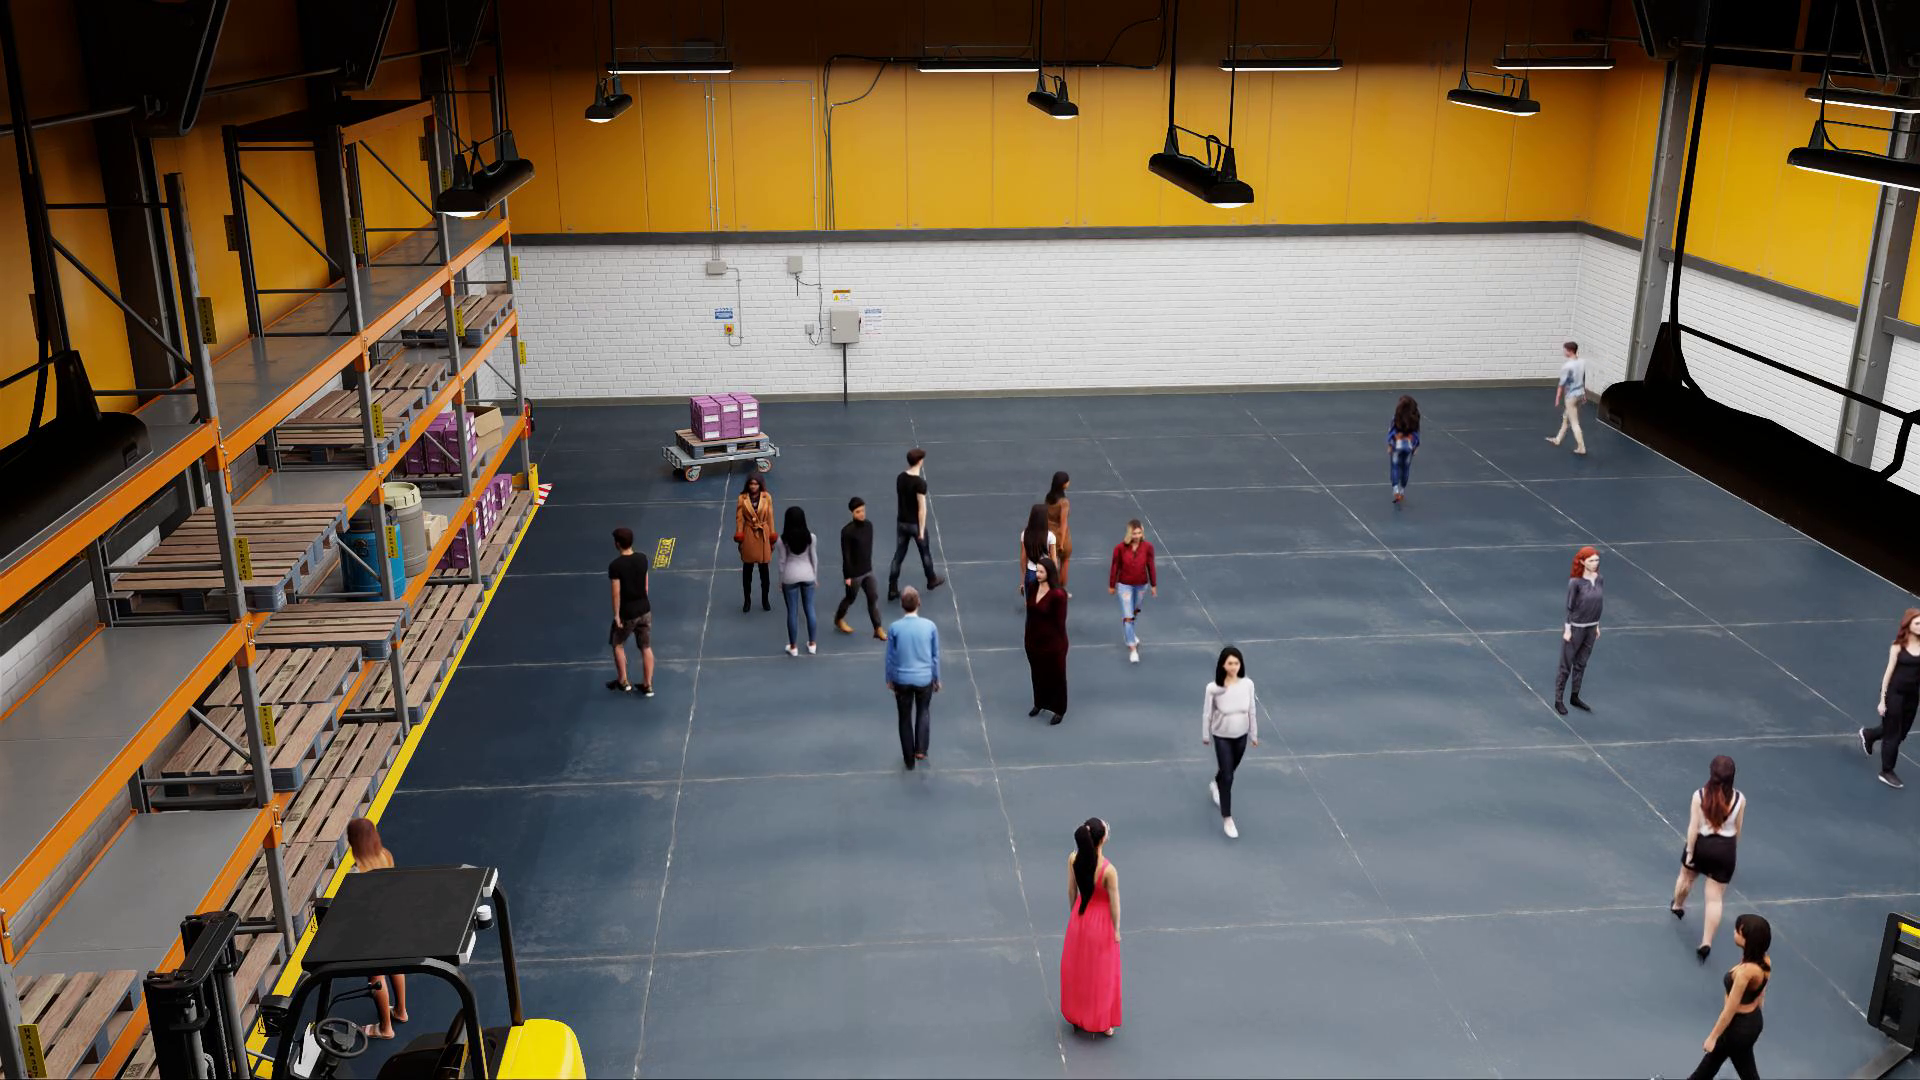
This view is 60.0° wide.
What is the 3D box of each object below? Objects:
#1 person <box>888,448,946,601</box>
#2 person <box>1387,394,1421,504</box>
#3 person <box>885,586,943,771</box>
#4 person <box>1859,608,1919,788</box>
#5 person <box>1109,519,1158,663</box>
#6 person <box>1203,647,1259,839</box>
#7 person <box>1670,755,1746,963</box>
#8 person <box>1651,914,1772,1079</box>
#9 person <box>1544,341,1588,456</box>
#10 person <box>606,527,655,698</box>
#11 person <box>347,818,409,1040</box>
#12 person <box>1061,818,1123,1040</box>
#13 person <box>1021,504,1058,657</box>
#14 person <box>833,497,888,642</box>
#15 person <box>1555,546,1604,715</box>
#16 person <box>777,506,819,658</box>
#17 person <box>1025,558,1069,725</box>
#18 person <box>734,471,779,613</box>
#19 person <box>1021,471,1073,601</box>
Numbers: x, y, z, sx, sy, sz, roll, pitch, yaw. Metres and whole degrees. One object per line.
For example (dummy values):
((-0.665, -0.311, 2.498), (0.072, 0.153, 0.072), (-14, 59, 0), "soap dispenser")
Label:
((-0.663, -0.153, 20.192), (1.144, 1.851, 1.230), (14, 23, 36), "person")
((6.397, -1.315, 24.014), (0.677, 1.615, 0.789), (1, 19, 3), "person")
((-0.443, 1.340, 15.830), (0.679, 1.805, 0.590), (-2, 19, -6), "person")
((8.797, 1.429, 15.680), (0.641, 1.733, 0.952), (-3, 19, -10), "person")
((1.916, 0.515, 18.623), (0.728, 1.586, 1.141), (-4, 19, -13), "person")
((2.394, 1.731, 14.891), (0.739, 1.663, 1.146), (-5, 19, -14), "person")
((5.791, 2.470, 12.772), (0.748, 1.616, 1.048), (4, 19, 12), "person")
((5.082, 3.190, 10.653), (1.097, 1.603, 1.022), (15, 24, 38), "person")
((9.802, -2.222, 26.406), (1.027, 1.807, 1.187), (-11, 21, -28), "person")
((-3.380, 0.778, 17.442), (0.891, 1.843, 0.953), (-16, 24, -39), "person")
((-4.160, 2.742, 11.836), (0.705, 1.697, 0.598), (5, 19, 15), "person")
((0.939, 2.744, 11.785), (0.708, 1.727, 0.766), (14, 23, 37), "person")
((0.886, 0.452, 18.513), (0.668, 1.775, 0.681), (9, 21, 25), "person")
((-1.218, 0.314, 19.047), (1.169, 1.696, 1.082), (16, 24, 38), "person")
((6.389, 0.914, 17.137), (0.634, 1.779, 0.594), (-7, 20, -20), "person")
((-1.801, 0.452, 18.575), (0.651, 1.736, 0.603), (-6, 19, -16), "person")
((0.890, 1.005, 16.903), (0.771, 1.756, 0.841), (17, 25, 41), "person")
((-2.449, 0.008, 19.908), (0.695, 1.727, 0.601), (-3, 19, -9), "person")
((1.092, 0.003, 20.024), (0.965, 1.662, 1.013), (-14, 23, -35), "person")
